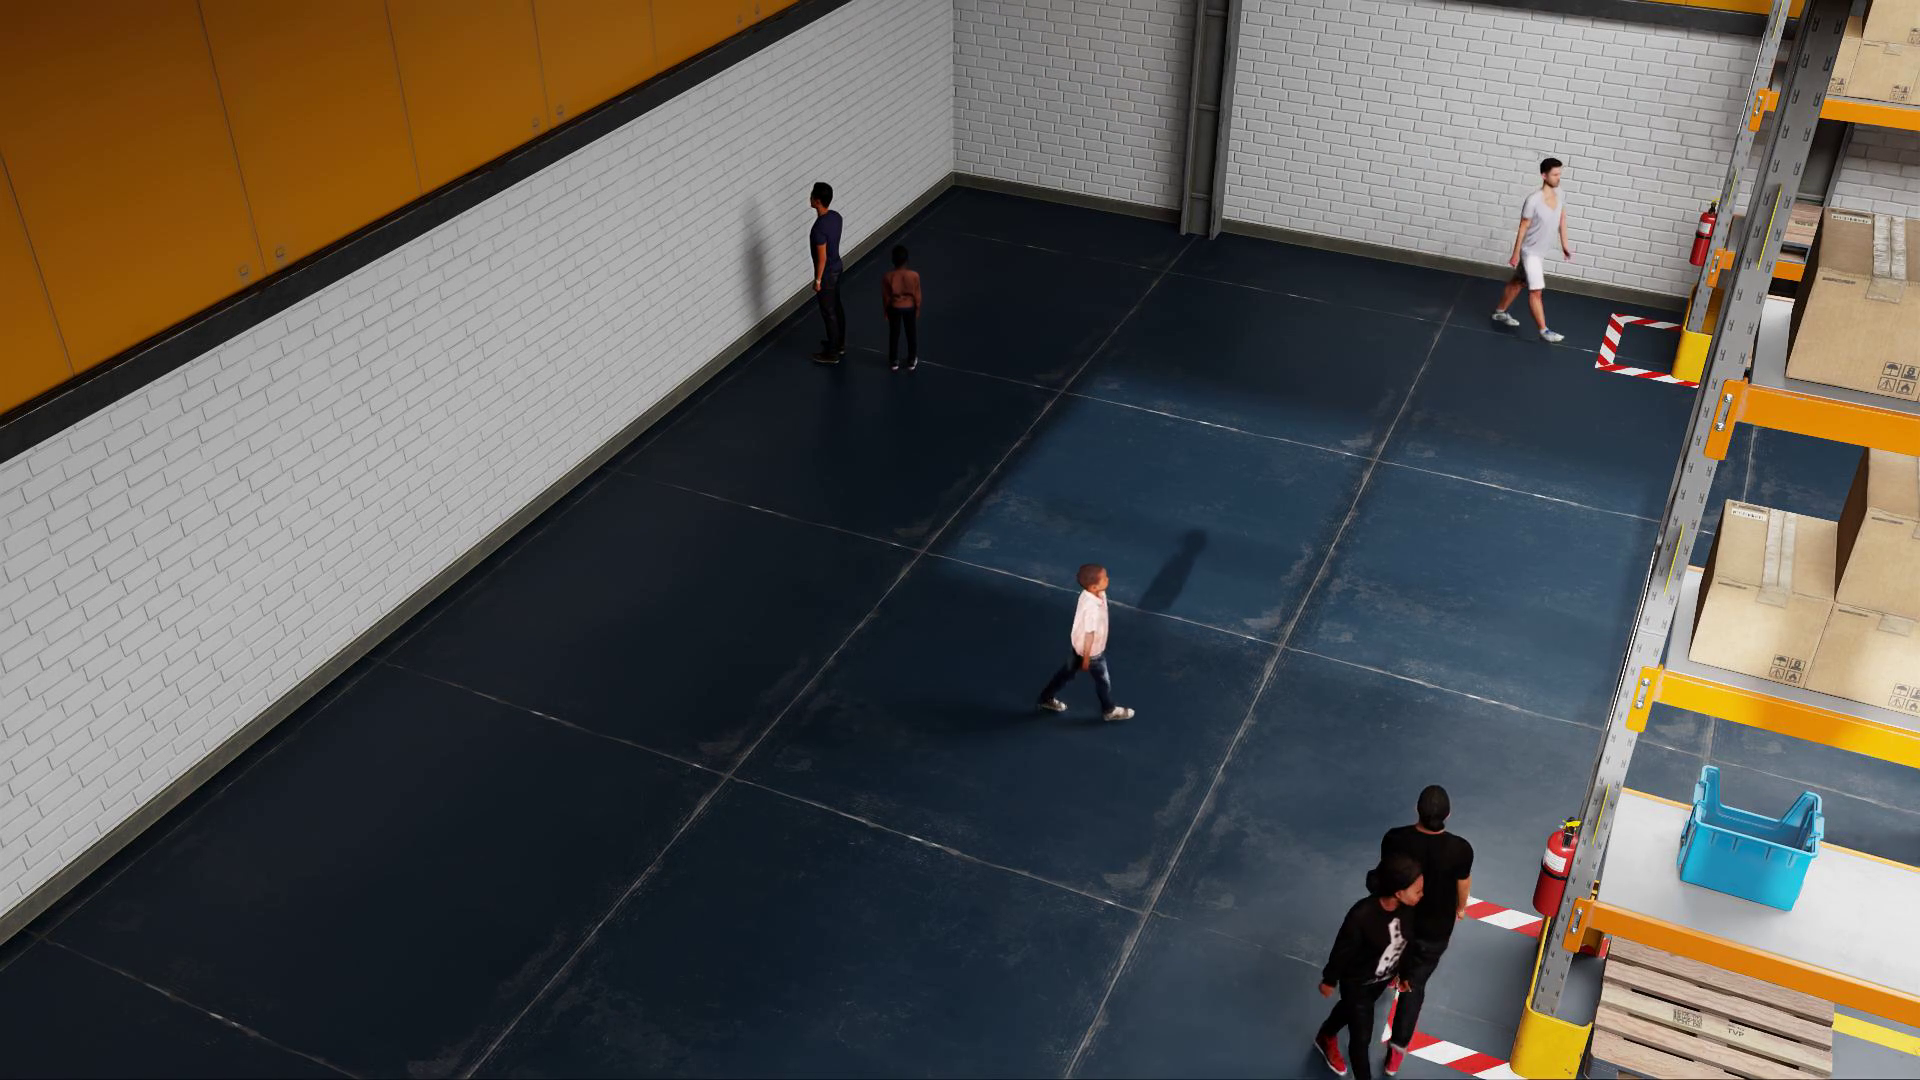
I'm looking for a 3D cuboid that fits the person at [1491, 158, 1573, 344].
[{"bbox_3d":[5.578,-2.890,16.374,1.042,1.810,1.259,-24,40,-31],"label":"person"}]

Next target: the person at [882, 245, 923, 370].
[{"bbox_3d":[-0.562,-2.218,15.865,0.544,1.254,0.655,-1,34,-1],"label":"person"}]

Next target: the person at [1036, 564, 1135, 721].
[{"bbox_3d":[0.806,0.715,11.424,0.980,1.287,0.784,-2,34,-4],"label":"person"}]

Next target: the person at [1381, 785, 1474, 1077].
[{"bbox_3d":[2.451,2.106,8.946,1.106,1.713,0.693,14,36,20],"label":"person"}]

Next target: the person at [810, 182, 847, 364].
[{"bbox_3d":[-1.259,-2.562,15.896,0.573,1.793,0.672,9,35,13],"label":"person"}]

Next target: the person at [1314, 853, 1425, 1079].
[{"bbox_3d":[2.098,2.245,8.810,0.979,1.632,1.086,-14,36,-20],"label":"person"}]
